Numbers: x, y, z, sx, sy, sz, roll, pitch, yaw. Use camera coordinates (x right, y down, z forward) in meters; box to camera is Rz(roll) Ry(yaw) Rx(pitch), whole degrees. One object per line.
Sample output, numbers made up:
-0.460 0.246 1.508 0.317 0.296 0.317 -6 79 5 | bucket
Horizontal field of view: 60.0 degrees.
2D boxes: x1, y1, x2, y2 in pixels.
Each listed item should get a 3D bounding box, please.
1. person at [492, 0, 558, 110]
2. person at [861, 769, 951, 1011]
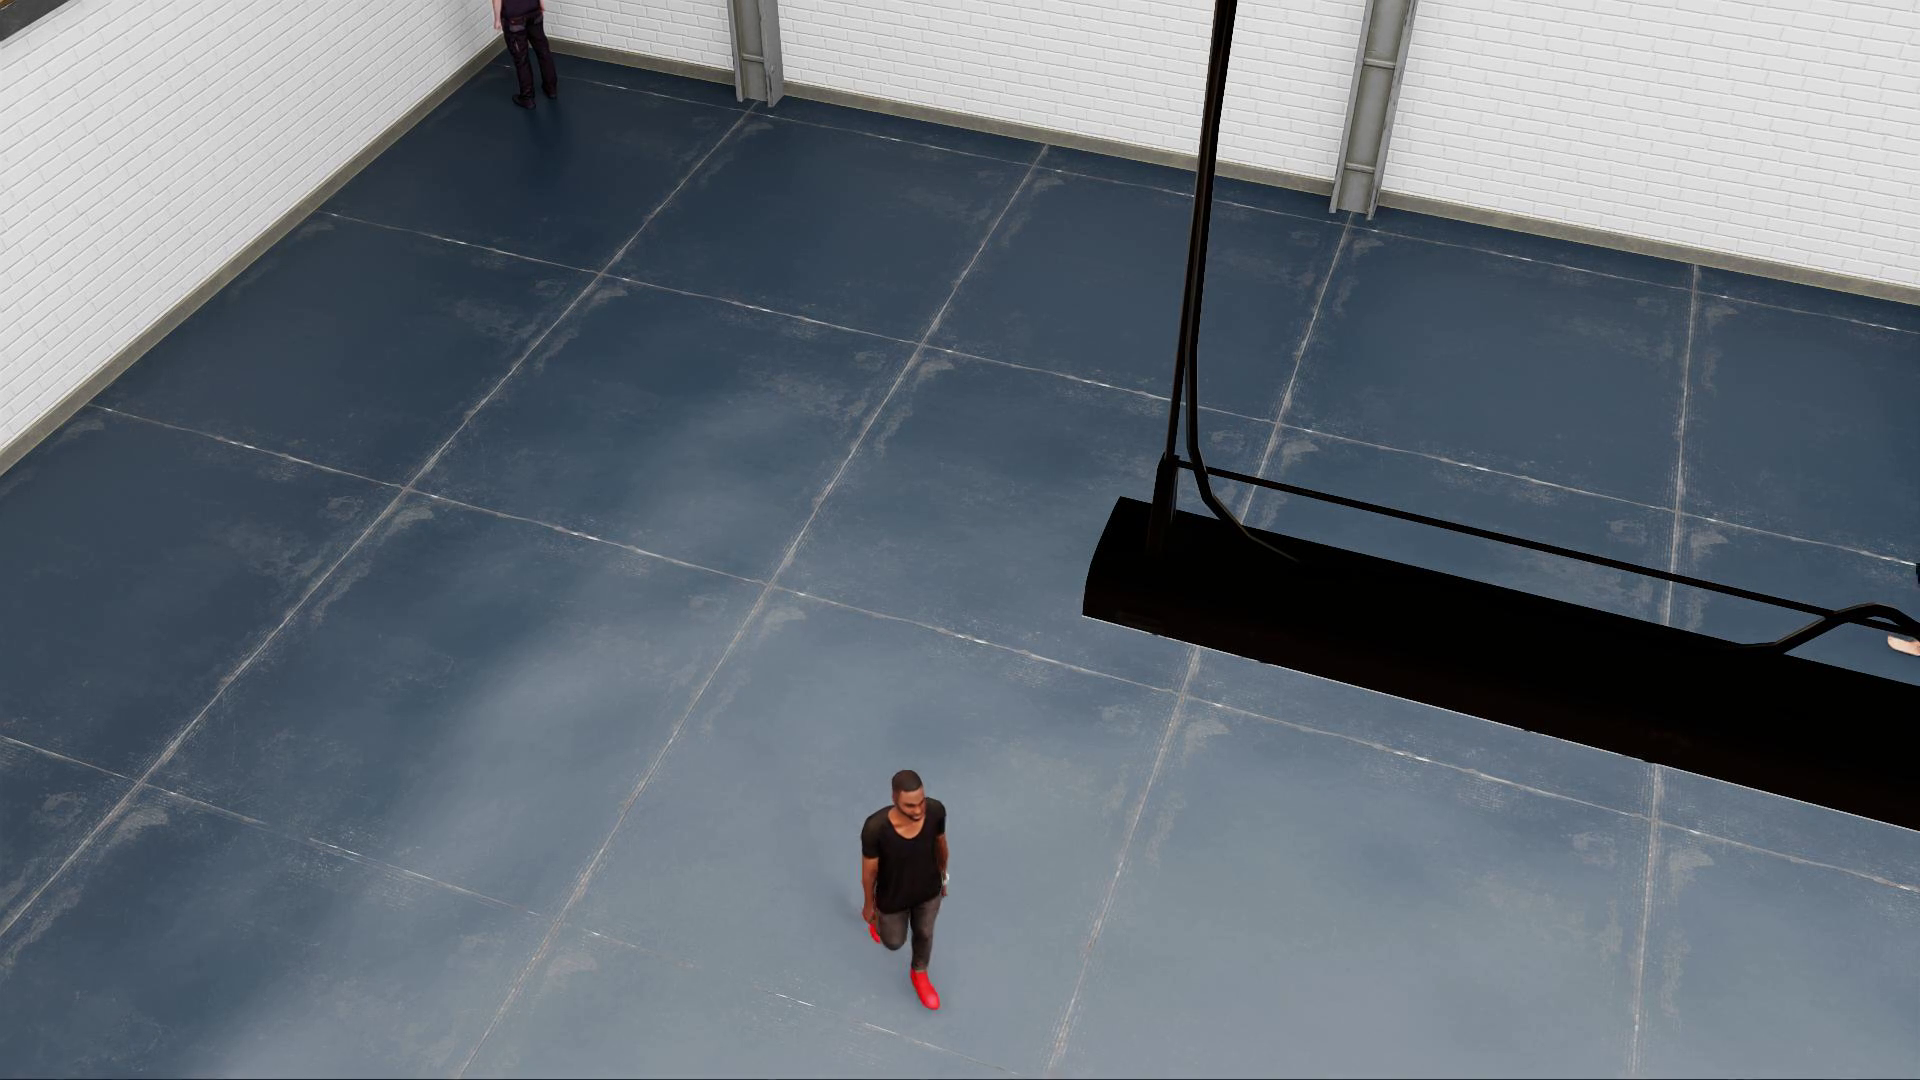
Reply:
-4.252 -5.103 16.121 0.800 1.845 0.766 -33 53 -30 | person
-0.318 1.792 8.922 0.972 1.792 1.022 -16 46 -16 | person
